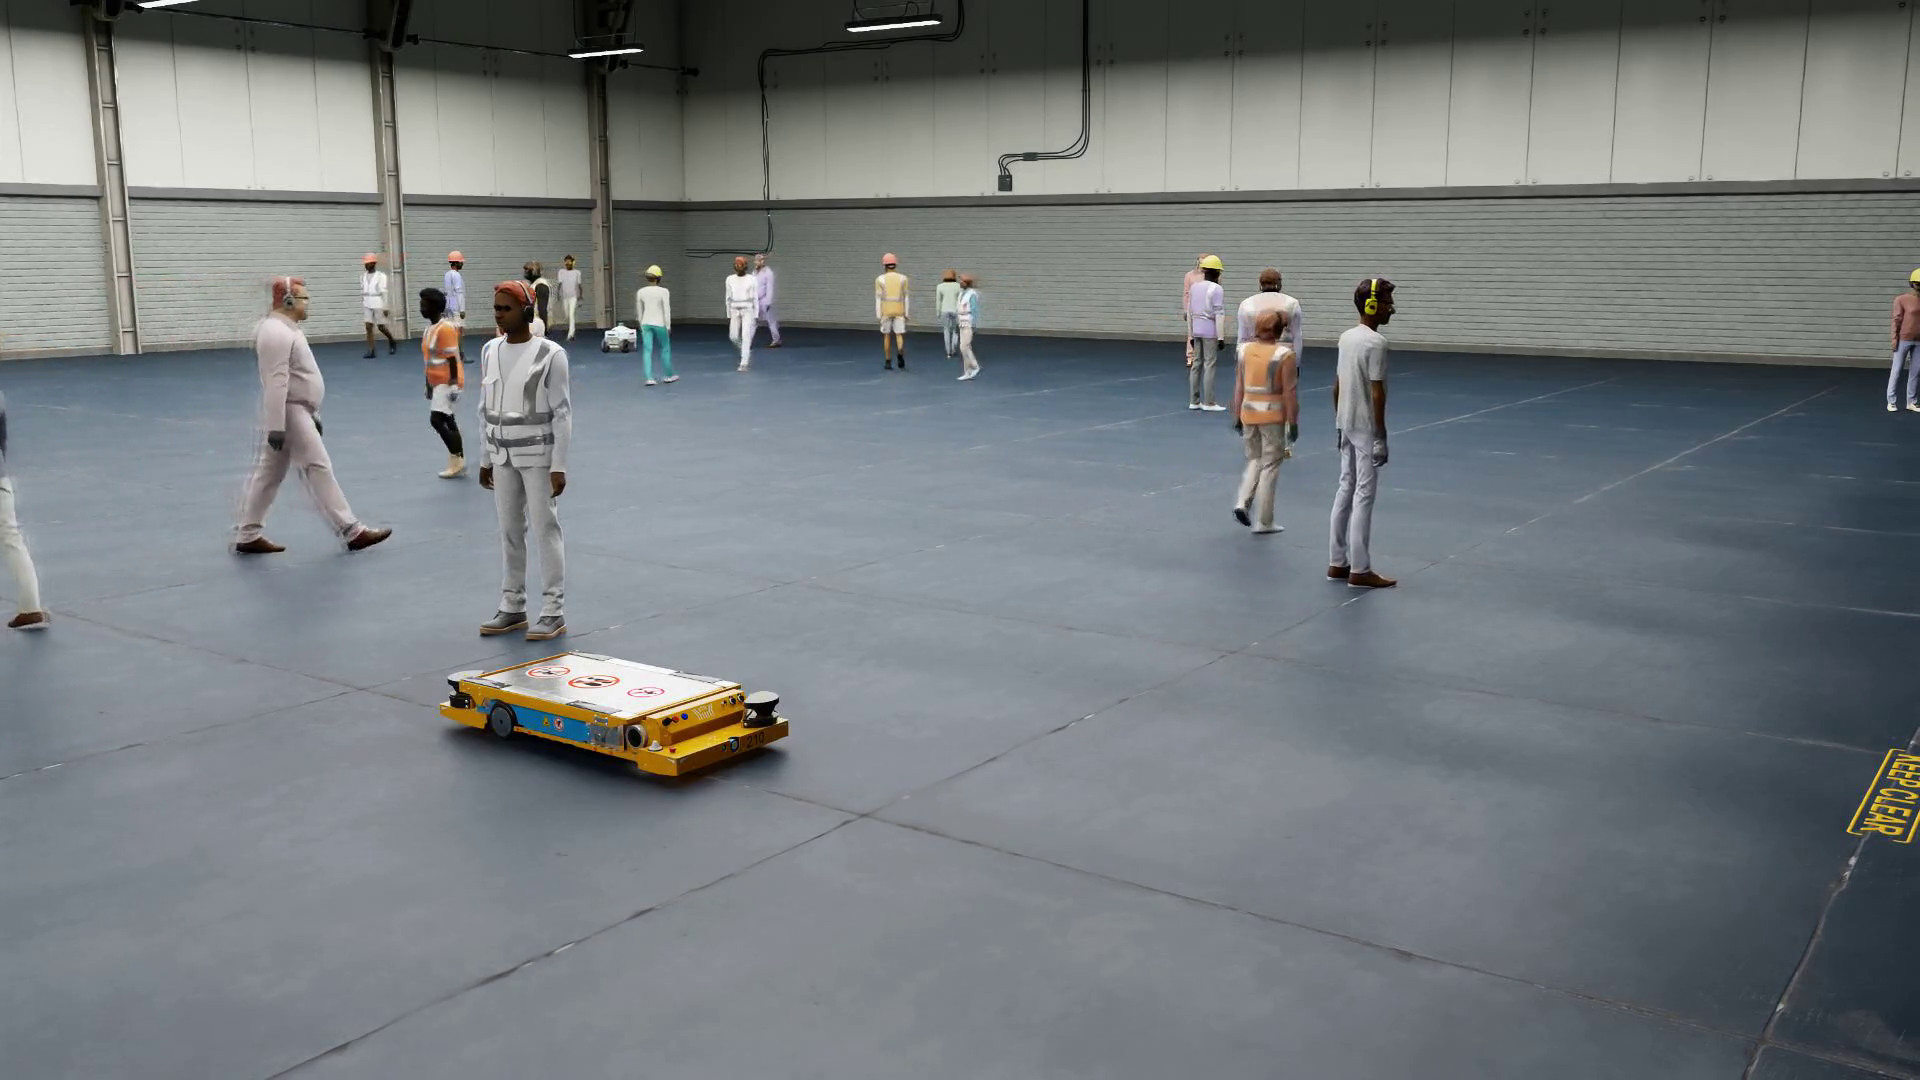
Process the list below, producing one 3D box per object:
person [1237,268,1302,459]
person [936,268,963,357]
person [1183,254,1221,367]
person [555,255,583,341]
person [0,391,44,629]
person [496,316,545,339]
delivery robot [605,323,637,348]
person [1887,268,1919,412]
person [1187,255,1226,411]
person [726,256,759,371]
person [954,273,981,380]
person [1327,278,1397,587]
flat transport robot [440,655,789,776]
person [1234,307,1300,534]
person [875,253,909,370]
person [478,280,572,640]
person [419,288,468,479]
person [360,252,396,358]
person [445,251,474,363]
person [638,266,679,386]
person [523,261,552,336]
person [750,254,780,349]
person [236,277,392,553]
[{"bbox_3d":[2.982,-1.693,16.053,0.621,1.837,0.429,2,10,11],"label":"person"},{"bbox_3d":[-0.178,-4.156,30.431,0.522,1.614,0.468,1,10,4],"label":"person"},{"bbox_3d":[4.063,-3.849,27.941,0.638,1.903,0.408,0,10,1],"label":"person"},{"bbox_3d":[-8.363,-5.195,35.678,0.534,1.841,0.894,0,10,3],"label":"person"},{"bbox_3d":[-5.324,-0.301,8.947,0.877,1.578,0.510,3,11,18],"label":"person"},{"bbox_3d":[-4.403,-1.713,16.758,0.509,1.618,0.441,0,10,1],"label":"person"},{"bbox_3d":[-6.472,-3.901,31.739,0.477,0.478,0.707,3,11,18],"label":"delivery robot"},{"bbox_3d":[11.759,-2.456,20.517,0.525,1.769,0.327,1,10,3],"label":"person"},{"bbox_3d":[3.073,-2.558,20.644,0.381,1.923,0.591,-7,12,-33],"label":"person"},{"bbox_3d":[-3.542,-3.694,27.171,0.580,1.872,0.543,3,10,14],"label":"person"},{"bbox_3d":[0.089,-3.228,25.234,0.374,1.624,0.544,-4,11,-24],"label":"person"},{"bbox_3d":[2.452,-0.647,10.110,0.329,1.865,0.513,-3,11,-16],"label":"person"},{"bbox_3d":[-1.478,0.700,7.023,1.431,0.197,0.652,7,12,35],"label":"flat transport robot"},{"bbox_3d":[2.202,-0.849,11.901,0.376,1.624,0.536,-8,13,-39],"label":"person"},{"bbox_3d":[-1.107,-3.726,27.201,0.562,1.918,0.554,-2,10,-11],"label":"person"},{"bbox_3d":[-2.301,-0.413,8.748,0.574,1.883,0.355,5,11,26],"label":"person"},{"bbox_3d":[-4.525,-1.359,14.570,0.418,1.683,0.574,-7,12,-34],"label":"person"},{"bbox_3d":[-10.622,-4.270,30.267,0.552,1.915,0.753,3,10,15],"label":"person"},{"bbox_3d":[-8.714,-4.029,28.849,0.357,1.938,0.542,-8,13,-37],"label":"person"},{"bbox_3d":[-4.444,-3.156,24.490,0.547,1.733,0.800,3,10,15],"label":"person"},{"bbox_3d":[-6.093,-3.091,23.901,0.444,1.824,0.647,-5,11,-27],"label":"person"},{"bbox_3d":[-3.942,-4.704,32.859,0.664,1.852,0.986,8,13,39],"label":"person"},{"bbox_3d":[-4.416,-0.827,11.145,1.013,1.848,0.672,-4,11,-21],"label":"person"}]
